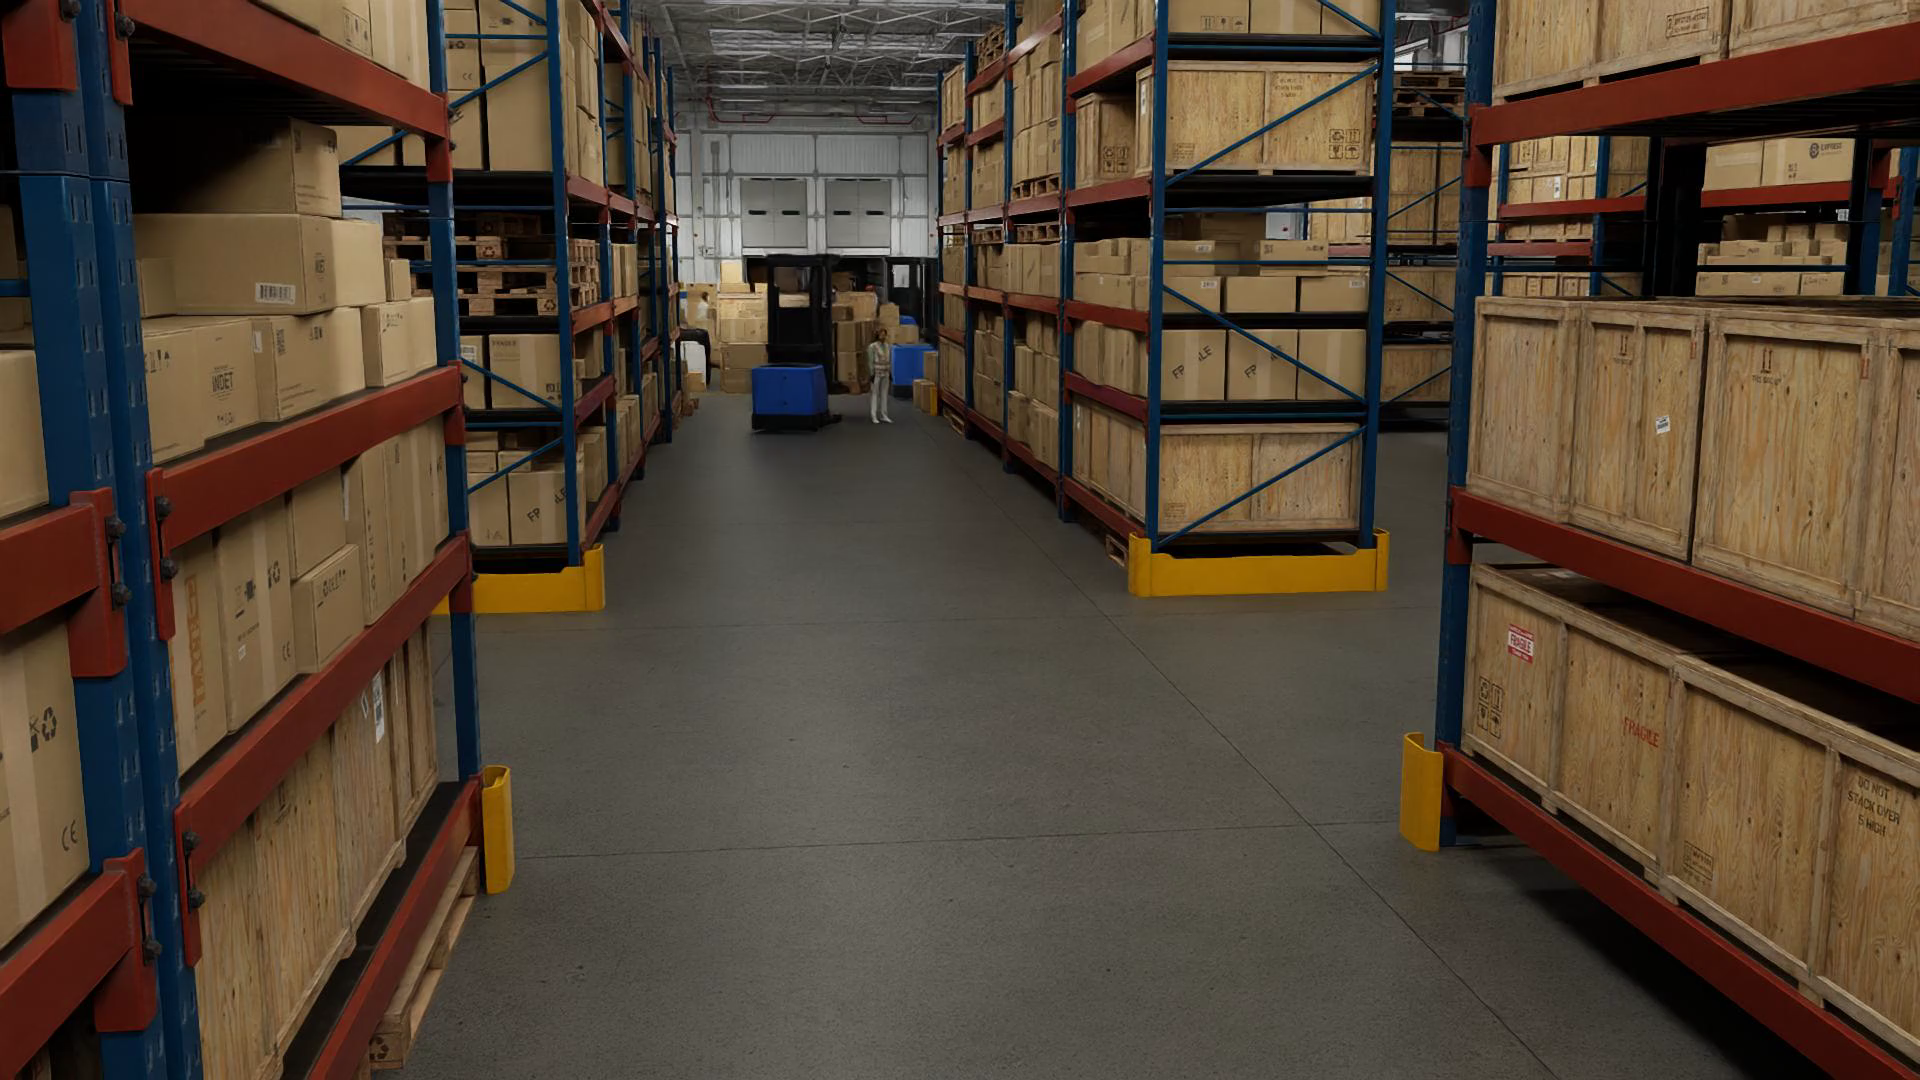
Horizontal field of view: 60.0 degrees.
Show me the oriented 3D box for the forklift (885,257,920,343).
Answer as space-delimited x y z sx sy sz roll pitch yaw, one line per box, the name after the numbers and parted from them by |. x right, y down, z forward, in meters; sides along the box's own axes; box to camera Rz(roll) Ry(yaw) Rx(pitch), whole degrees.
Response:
-1.713 -6.905 48.766 1.129 2.768 1.873 5 11 26 | forklift

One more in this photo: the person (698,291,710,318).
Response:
-7.126 -5.917 45.888 0.980 1.905 0.644 0 10 1 | person

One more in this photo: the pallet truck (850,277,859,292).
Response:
-3.782 -9.391 65.808 1.885 1.965 0.823 2 10 10 | pallet truck

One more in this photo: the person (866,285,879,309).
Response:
-2.847 -7.108 52.747 0.557 1.924 0.495 -5 11 -27 | person

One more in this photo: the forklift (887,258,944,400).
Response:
-0.511 -4.261 33.373 1.873 2.768 1.129 -2 10 -13 | forklift

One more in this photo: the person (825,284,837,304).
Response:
-4.148 -7.487 54.922 0.634 1.932 0.365 0 10 -1 | person

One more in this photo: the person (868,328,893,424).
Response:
-1.369 -2.824 28.617 0.307 1.641 0.513 9 13 42 | person

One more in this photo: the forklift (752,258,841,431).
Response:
-2.733 -3.264 27.565 1.129 2.768 1.873 2 10 9 | forklift
